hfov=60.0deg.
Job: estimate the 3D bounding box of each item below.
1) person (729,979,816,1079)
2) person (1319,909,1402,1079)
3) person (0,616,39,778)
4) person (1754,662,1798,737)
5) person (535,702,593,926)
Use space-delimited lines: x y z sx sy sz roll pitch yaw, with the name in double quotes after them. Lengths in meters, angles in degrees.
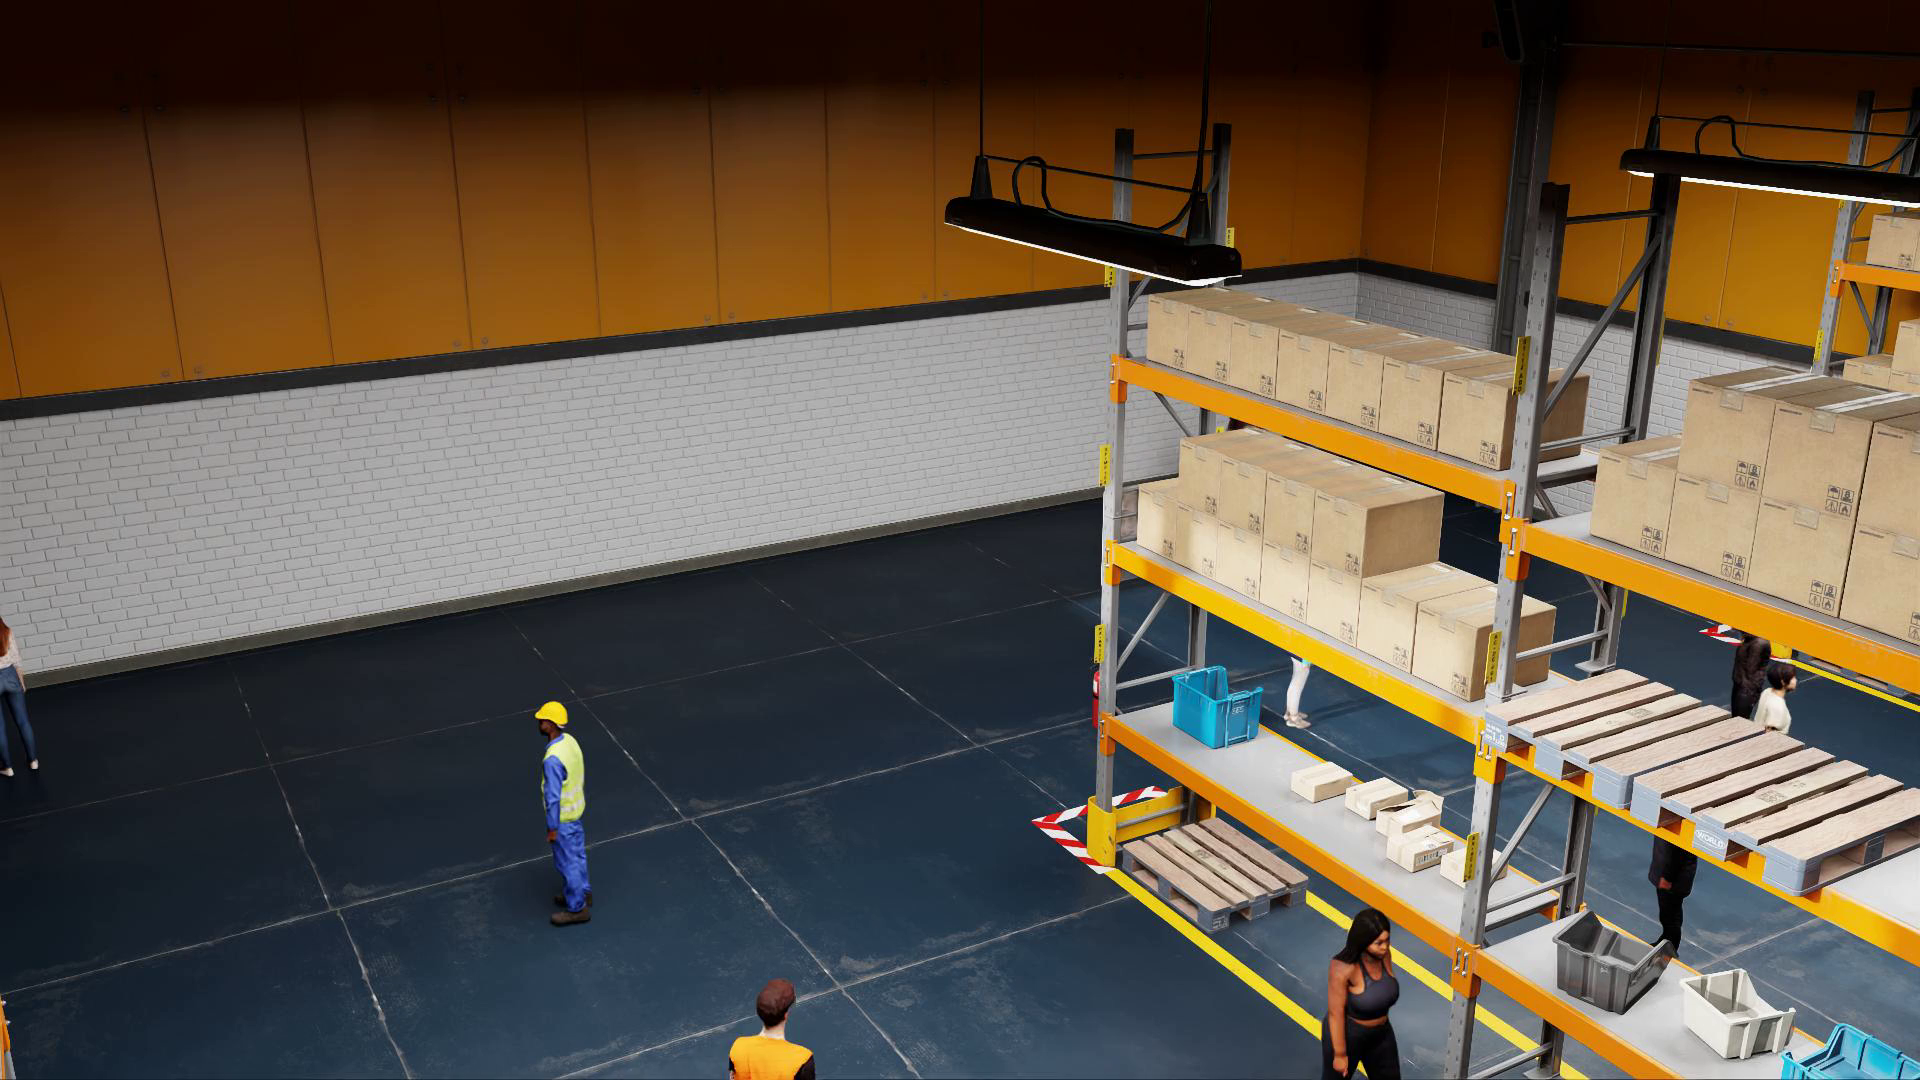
-1.060 3.371 9.137 1.219 1.844 1.226 6 20 19 "person"
2.389 3.028 10.257 0.693 1.780 1.089 -10 21 -28 "person"
-8.856 1.342 15.346 0.585 1.728 0.632 17 25 41 "person"
6.836 1.800 14.258 1.052 1.554 1.008 5 19 13 "person"
-3.075 2.113 12.925 0.818 1.812 0.694 -1 19 -3 "person"
